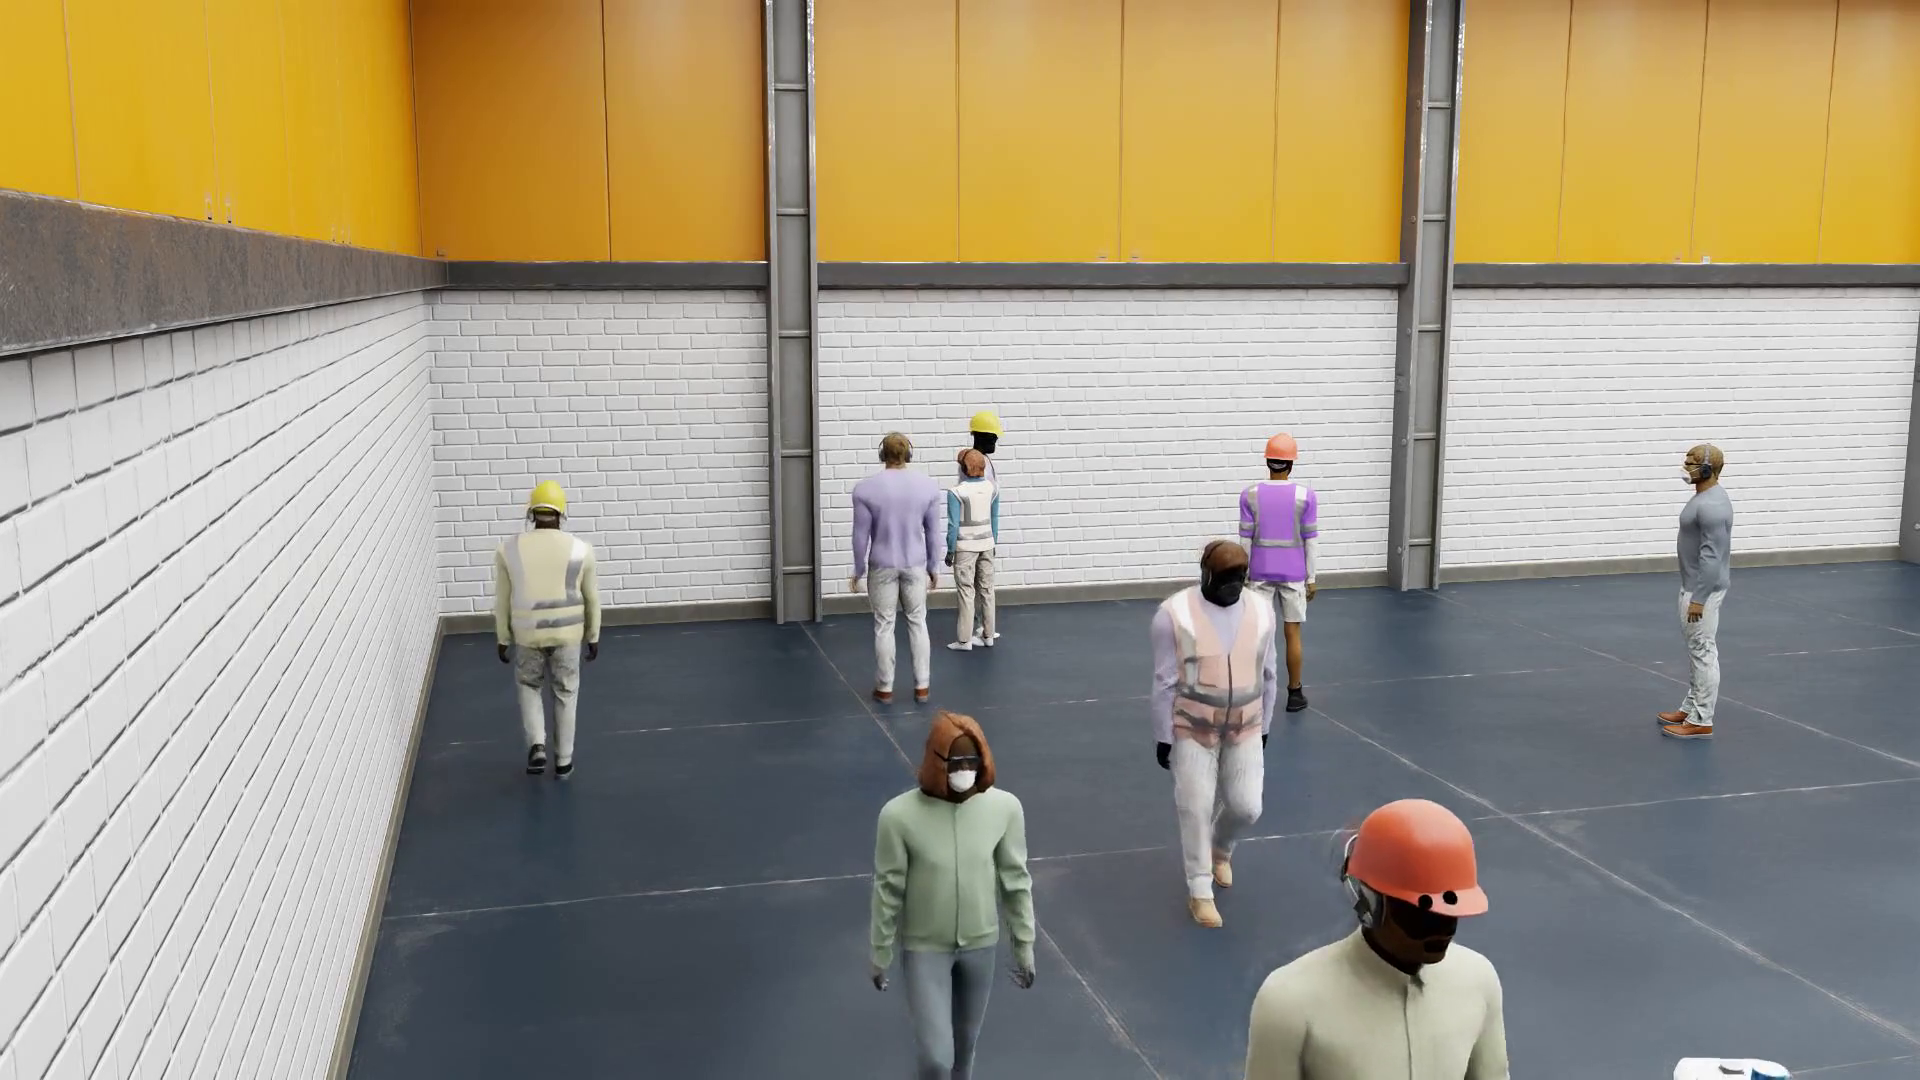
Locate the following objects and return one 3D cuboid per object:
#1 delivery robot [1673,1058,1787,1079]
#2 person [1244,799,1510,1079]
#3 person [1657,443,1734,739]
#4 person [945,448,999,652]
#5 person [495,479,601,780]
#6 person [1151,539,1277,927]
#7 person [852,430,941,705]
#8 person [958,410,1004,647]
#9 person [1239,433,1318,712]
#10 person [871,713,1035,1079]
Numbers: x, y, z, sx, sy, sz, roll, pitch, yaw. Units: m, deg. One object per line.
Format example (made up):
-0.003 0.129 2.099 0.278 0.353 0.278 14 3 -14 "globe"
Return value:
2.522 1.881 5.214 0.477 0.478 0.707 0 9 2 "delivery robot"
0.939 1.507 3.453 0.650 1.956 0.904 -4 10 -26 "person"
4.826 0.332 10.869 0.373 1.940 0.628 3 10 20 "person"
0.103 0.081 13.363 0.513 1.641 0.307 -7 12 -38 "person"
-2.445 0.545 9.917 0.612 1.814 0.423 -2 9 -11 "person"
1.187 0.878 7.826 0.622 1.823 0.508 -1 9 -9 "person"
-0.442 0.196 11.718 0.635 1.938 0.359 -2 9 -13 "person"
0.171 -0.102 13.617 0.386 1.922 0.594 2 9 13 "person"
2.200 0.227 11.521 0.543 1.940 0.361 3 10 17 "person"
-0.002 1.363 5.404 0.529 1.611 0.521 -3 10 -20 "person"
